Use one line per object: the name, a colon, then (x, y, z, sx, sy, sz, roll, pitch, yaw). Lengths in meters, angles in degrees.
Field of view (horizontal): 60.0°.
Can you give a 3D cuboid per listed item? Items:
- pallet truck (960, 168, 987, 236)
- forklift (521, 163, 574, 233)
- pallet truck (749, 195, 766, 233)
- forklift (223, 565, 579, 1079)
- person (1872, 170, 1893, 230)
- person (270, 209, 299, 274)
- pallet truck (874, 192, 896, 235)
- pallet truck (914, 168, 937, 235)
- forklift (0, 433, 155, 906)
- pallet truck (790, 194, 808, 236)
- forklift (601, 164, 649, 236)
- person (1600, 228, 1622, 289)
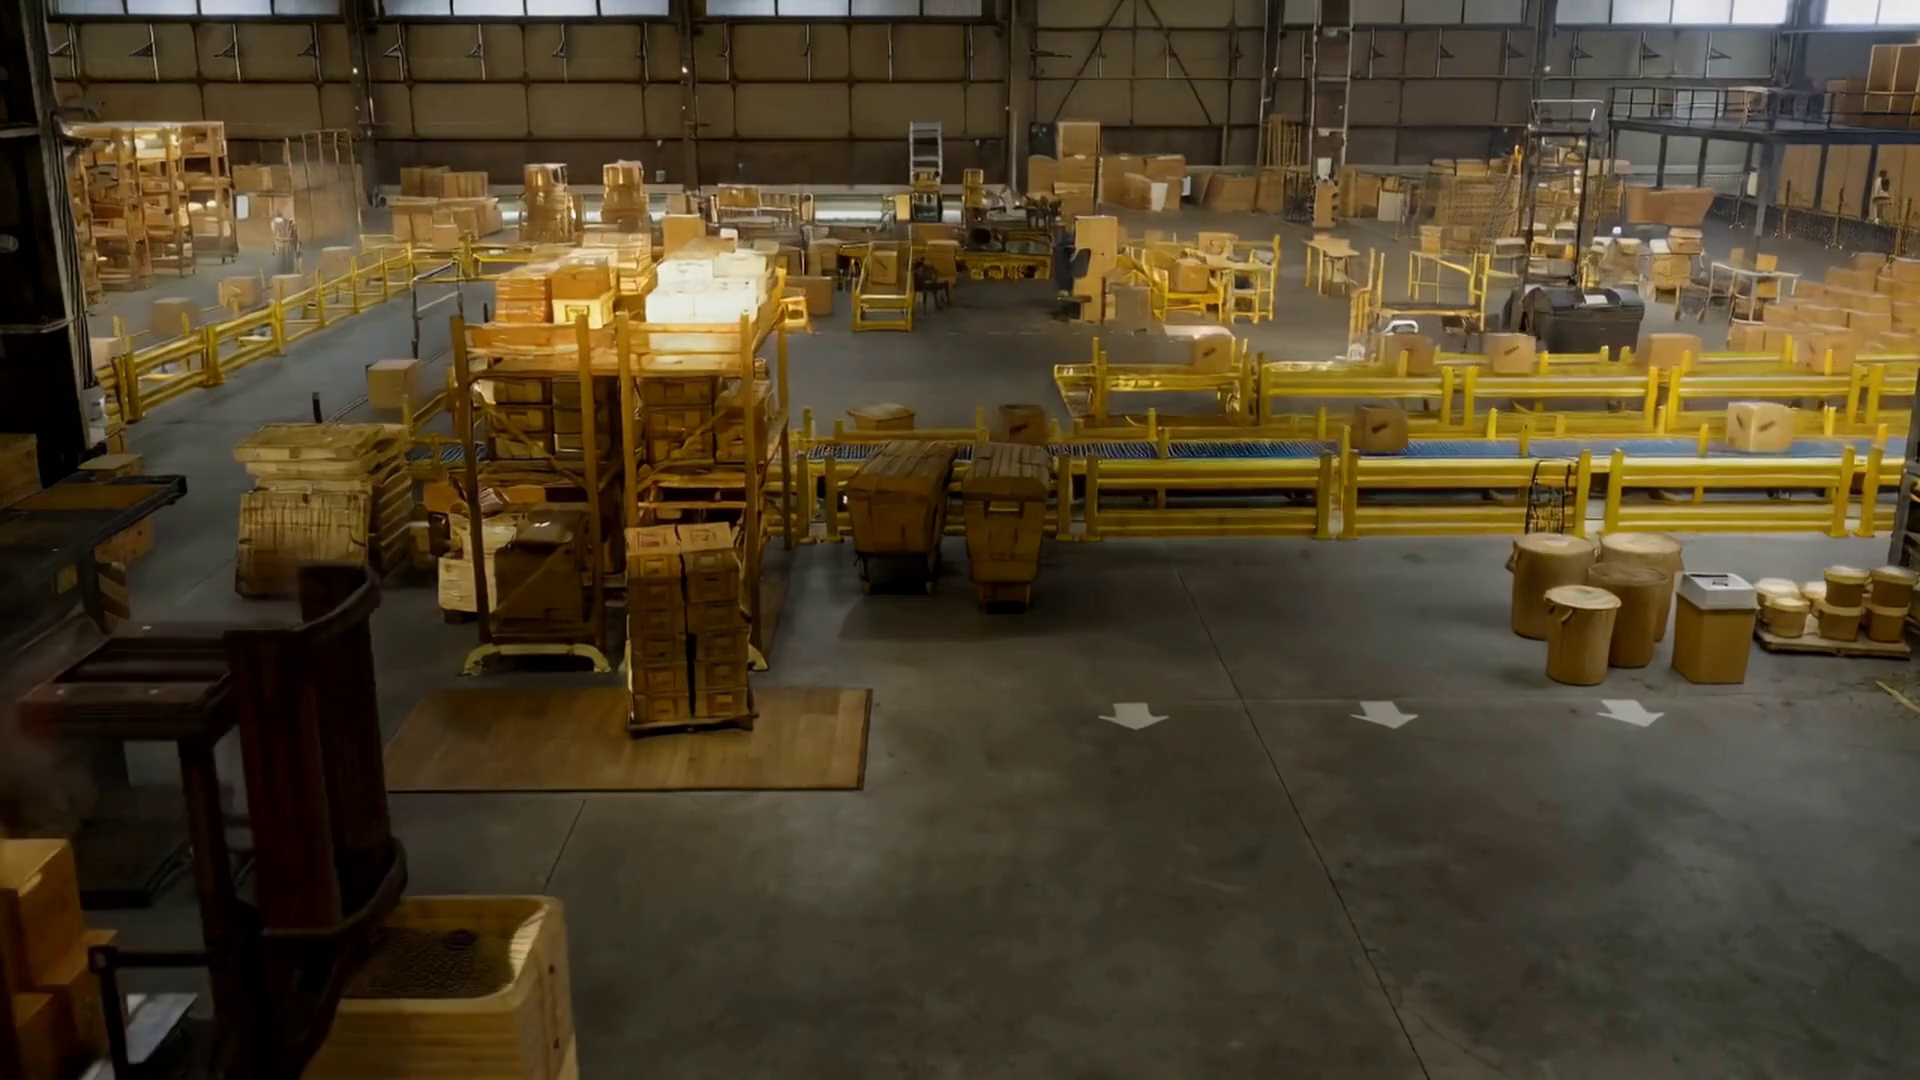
pallet truck: (0.383, -10.230, 50.206, 0.823, 1.965, 1.885, -1, 16, -3)
forklift: (-12.233, -10.122, 49.298, 1.157, 1.987, 2.680, 0, 16, -1)
pallet truck: (-6.051, -9.967, 50.660, 0.680, 1.201, 1.601, 0, 16, -1)
forklift: (-2.863, 1.563, 7.643, 1.873, 2.768, 1.129, 0, 16, -1)
person: (28.527, -10.509, 51.438, 0.578, 1.860, 0.791, 0, 16, 0)
person: (-15.704, -6.811, 38.685, 0.603, 1.799, 0.880, -3, 16, -11)
pallet truck: (-2.277, -9.986, 50.594, 0.653, 1.274, 1.630, 0, 16, -1)
pallet truck: (-0.989, -10.316, 50.507, 0.823, 1.965, 1.885, 1, 16, 3)
forklift: (-5.952, 0.780, 10.366, 1.873, 2.768, 1.129, 0, 16, -1)
pallet truck: (-4.814, -9.883, 50.259, 0.704, 1.261, 1.522, -1, 16, -3)
forklift: (-9.948, -10.127, 49.296, 1.157, 1.987, 2.680, -1, 16, -3)
person: (13.457, -5.555, 34.370, 0.533, 1.768, 0.310, -8, 18, -27)
